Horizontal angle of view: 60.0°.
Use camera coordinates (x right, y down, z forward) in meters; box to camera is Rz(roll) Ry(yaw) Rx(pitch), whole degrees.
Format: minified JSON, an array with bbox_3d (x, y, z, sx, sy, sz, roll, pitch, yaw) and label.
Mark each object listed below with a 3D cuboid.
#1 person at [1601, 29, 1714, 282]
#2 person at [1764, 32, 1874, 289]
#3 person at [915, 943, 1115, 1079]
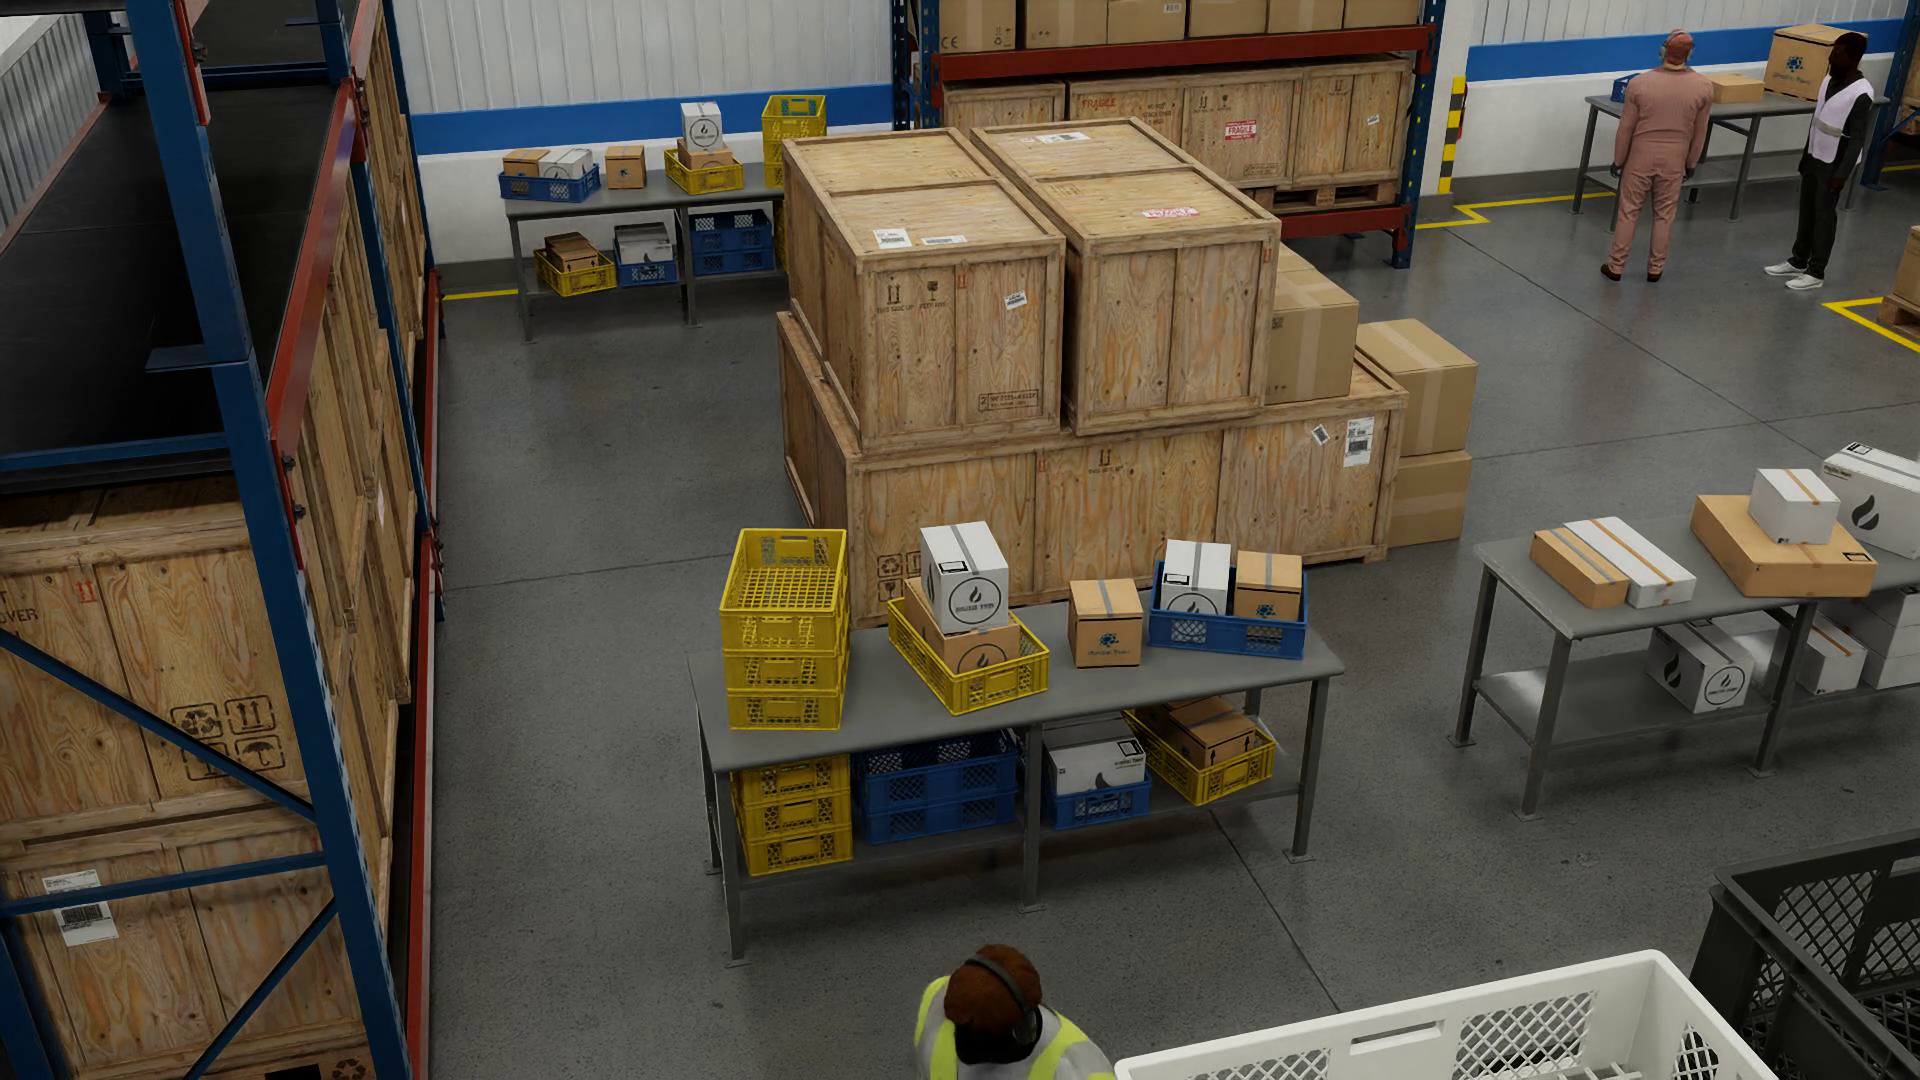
[{"bbox_3d":[5.307,-2.915,12.696,0.646,1.908,0.408,5,29,9],"label":"person"},{"bbox_3d":[6.578,-2.862,12.589,0.373,1.917,0.594,-1,29,-2],"label":"person"},{"bbox_3d":[0.134,1.739,4.344,0.656,1.821,0.433,21,35,33],"label":"person"}]
